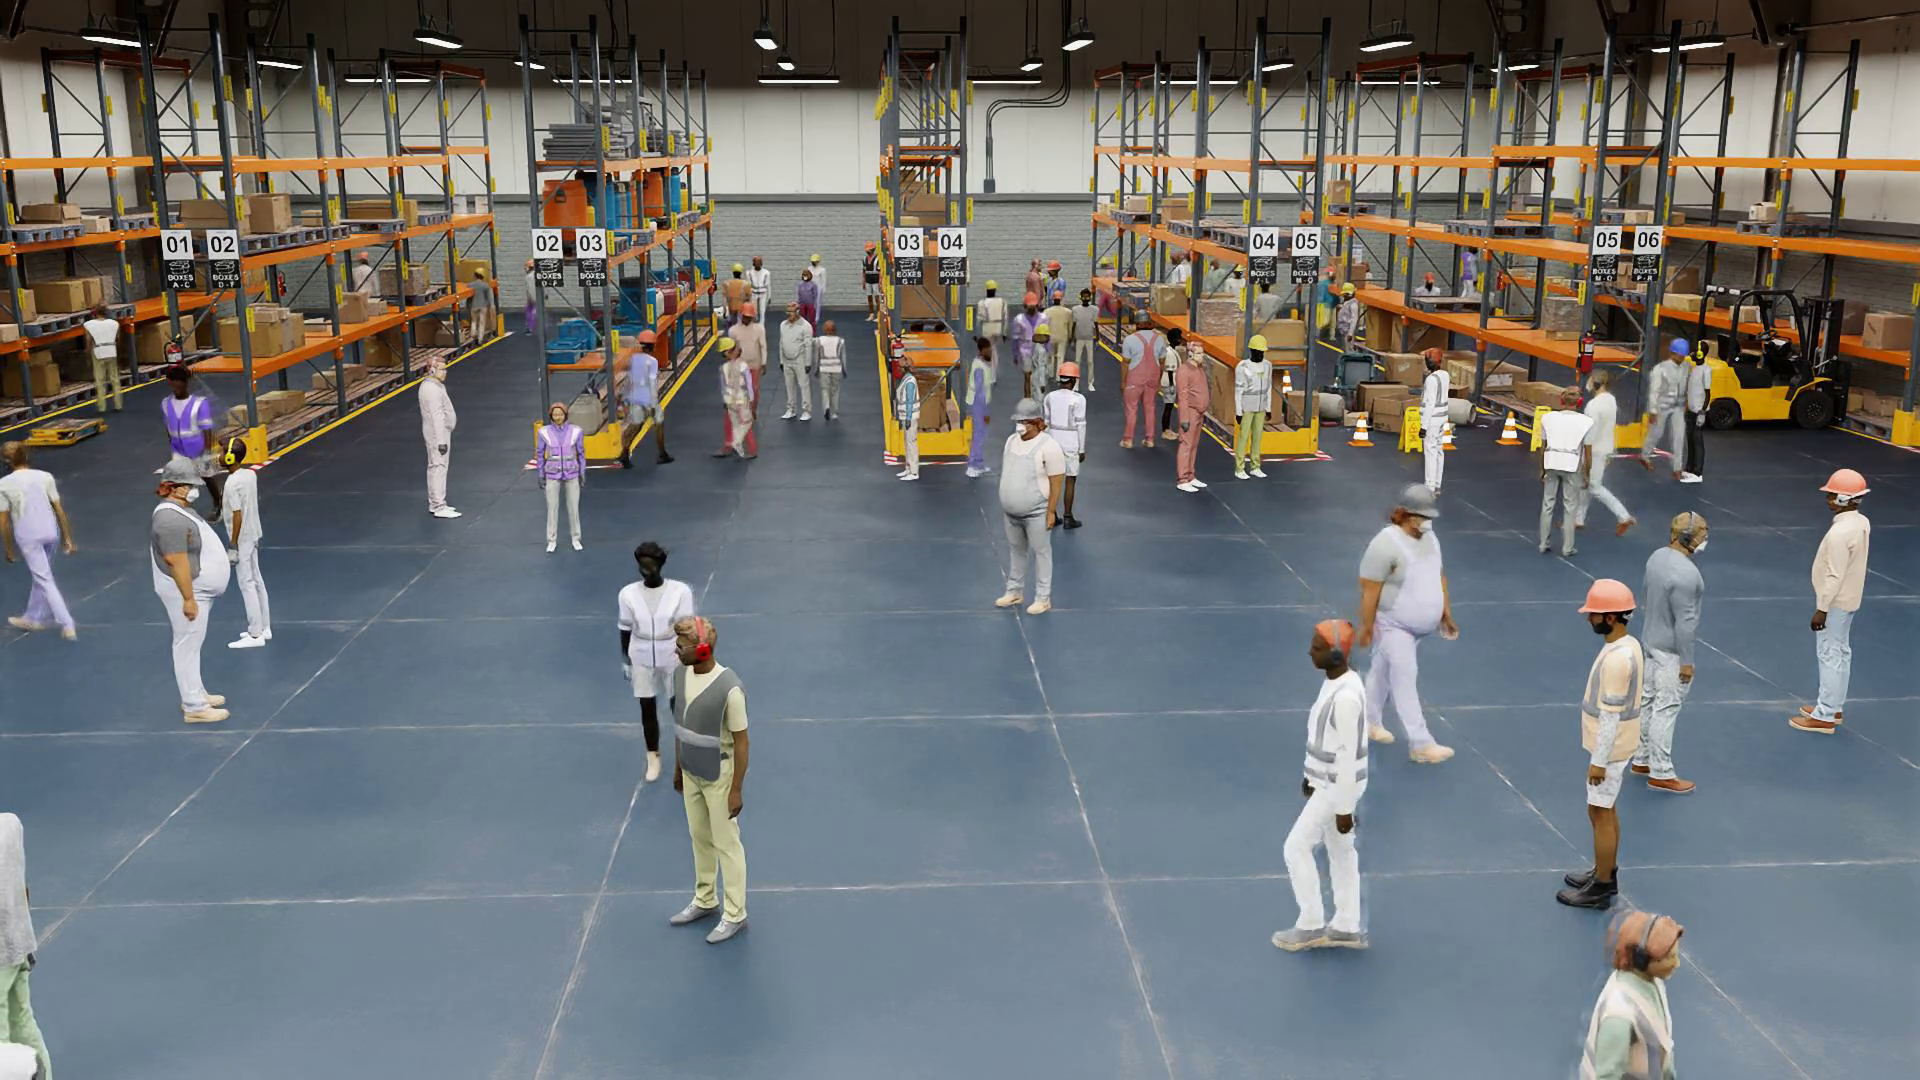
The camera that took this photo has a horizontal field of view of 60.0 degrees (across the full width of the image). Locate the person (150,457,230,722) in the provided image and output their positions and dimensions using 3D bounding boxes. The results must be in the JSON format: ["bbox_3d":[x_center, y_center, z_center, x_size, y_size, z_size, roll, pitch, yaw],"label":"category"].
[{"bbox_3d":[-5.869,0.360,12.742,0.537,2.000,0.674,-6,14,-23],"label":"person"}]

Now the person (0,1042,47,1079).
[{"bbox_3d":[-3.221,2.178,5.419,0.599,1.866,1.005,-4,14,-17],"label":"person"}]

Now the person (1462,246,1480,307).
[{"bbox_3d":[13.610,-6.992,44.343,0.430,1.845,0.631,-2,13,-8],"label":"person"}]

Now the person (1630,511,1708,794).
[{"bbox_3d":[4.838,0.750,11.324,0.371,1.934,0.627,0,13,1],"label":"person"}]

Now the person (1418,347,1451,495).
[{"bbox_3d":[5.914,-1.471,20.829,0.355,1.887,0.573,9,16,35],"label":"person"}]

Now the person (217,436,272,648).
[{"bbox_3d":[-6.293,0.016,14.557,0.329,1.877,0.515,-1,13,-3],"label":"person"}]

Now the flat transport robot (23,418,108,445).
[{"bbox_3d":[-13.448,-1.644,25.024,0.652,0.197,1.431,-1,13,-6],"label":"flat transport robot"}]

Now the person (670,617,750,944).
[{"bbox_3d":[-1.370,1.300,9.183,0.569,1.840,0.373,13,18,43],"label":"person"}]

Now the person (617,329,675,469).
[{"bbox_3d":[-4.339,-1.929,22.751,0.540,1.905,0.920,9,16,32],"label":"person"}]

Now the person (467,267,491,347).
[{"bbox_3d":[-10.574,-5.114,36.605,0.522,1.738,0.479,-2,13,-10],"label":"person"}]

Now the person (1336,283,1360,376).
[{"bbox_3d":[7.337,-3.953,31.481,0.403,1.824,0.586,0,13,0],"label":"person"}]

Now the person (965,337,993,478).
[{"bbox_3d":[0.260,-1.783,22.196,0.376,1.876,0.695,1,13,4],"label":"person"}]

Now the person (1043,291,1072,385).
[{"bbox_3d":[1.813,-3.779,30.986,0.561,1.704,0.896,1,13,4],"label":"person"}]

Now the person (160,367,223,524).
[{"bbox_3d":[-8.772,-1.046,19.009,0.619,1.906,1.076,1,13,3],"label":"person"}]

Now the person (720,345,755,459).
[{"bbox_3d":[-3.140,-1.931,23.339,0.574,1.615,0.461,7,15,28],"label":"person"}]

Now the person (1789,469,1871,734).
[{"bbox_3d":[6.544,0.454,12.444,0.375,1.995,0.611,11,17,40],"label":"person"}]

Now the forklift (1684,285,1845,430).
[{"bbox_3d":[12.503,-2.886,26.166,2.313,2.155,1.214,-1,13,-3],"label":"forklift"}]

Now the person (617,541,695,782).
[{"bbox_3d":[-2.095,0.818,11.549,0.551,1.684,0.472,0,13,0],"label":"person"}]

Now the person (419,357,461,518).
[{"bbox_3d":[-6.168,-1.221,19.737,0.402,1.902,0.651,-6,15,-25],"label":"person"}]

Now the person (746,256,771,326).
[{"bbox_3d":[-4.674,-5.666,38.633,0.587,1.866,0.549,-1,13,-6],"label":"person"}]

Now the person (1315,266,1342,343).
[{"bbox_3d":[8.304,-5.274,37.279,0.589,1.725,0.482,-11,17,-40],"label":"person"}]

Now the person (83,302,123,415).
[{"bbox_3d":[-14.041,-2.978,27.303,0.398,1.844,0.567,11,17,39],"label":"person"}]

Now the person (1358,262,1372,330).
[{"bbox_3d":[9.692,-5.867,39.986,0.507,1.636,0.274,-10,16,-35],"label":"person"}]

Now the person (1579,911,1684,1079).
[{"bbox_3d":[2.552,2.136,6.151,0.816,1.601,0.531,7,15,28],"label":"person"}]

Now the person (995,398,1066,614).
[{"bbox_3d":[0.623,-0.324,15.641,0.536,2.000,0.681,-13,18,-43],"label":"person"}]

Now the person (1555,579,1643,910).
[{"bbox_3d":[3.697,1.168,9.580,0.389,1.924,0.549,6,15,24],"label":"person"}]

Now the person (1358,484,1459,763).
[{"bbox_3d":[3.255,0.557,11.909,0.697,2.000,0.977,-12,18,-42],"label":"person"}]

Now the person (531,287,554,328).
[{"bbox_3d":[-10.255,-6.016,40.465,0.485,1.720,0.795,12,18,42],"label":"person"}]

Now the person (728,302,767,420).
[{"bbox_3d":[-3.367,-2.805,26.381,0.595,1.956,1.012,-3,14,-13],"label":"person"}]

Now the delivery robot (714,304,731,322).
[{"bbox_3d":[-5.778,-5.556,40.786,0.477,0.478,0.707,-7,15,-27],"label":"delivery robot"}]

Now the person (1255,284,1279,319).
[{"bbox_3d":[5.896,-4.088,32.033,0.548,1.838,0.599,1,13,5],"label":"person"}]

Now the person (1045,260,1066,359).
[{"bbox_3d":[1.959,-4.792,34.599,0.418,2.034,0.604,-7,15,-27],"label":"person"}]

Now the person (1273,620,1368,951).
[{"bbox_3d":[1.937,1.329,9.016,0.635,1.860,0.595,3,14,12],"label":"person"}]

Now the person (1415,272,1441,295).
[{"bbox_3d":[9.963,-4.853,35.489,0.564,1.735,0.450,0,13,-1],"label":"person"}]
